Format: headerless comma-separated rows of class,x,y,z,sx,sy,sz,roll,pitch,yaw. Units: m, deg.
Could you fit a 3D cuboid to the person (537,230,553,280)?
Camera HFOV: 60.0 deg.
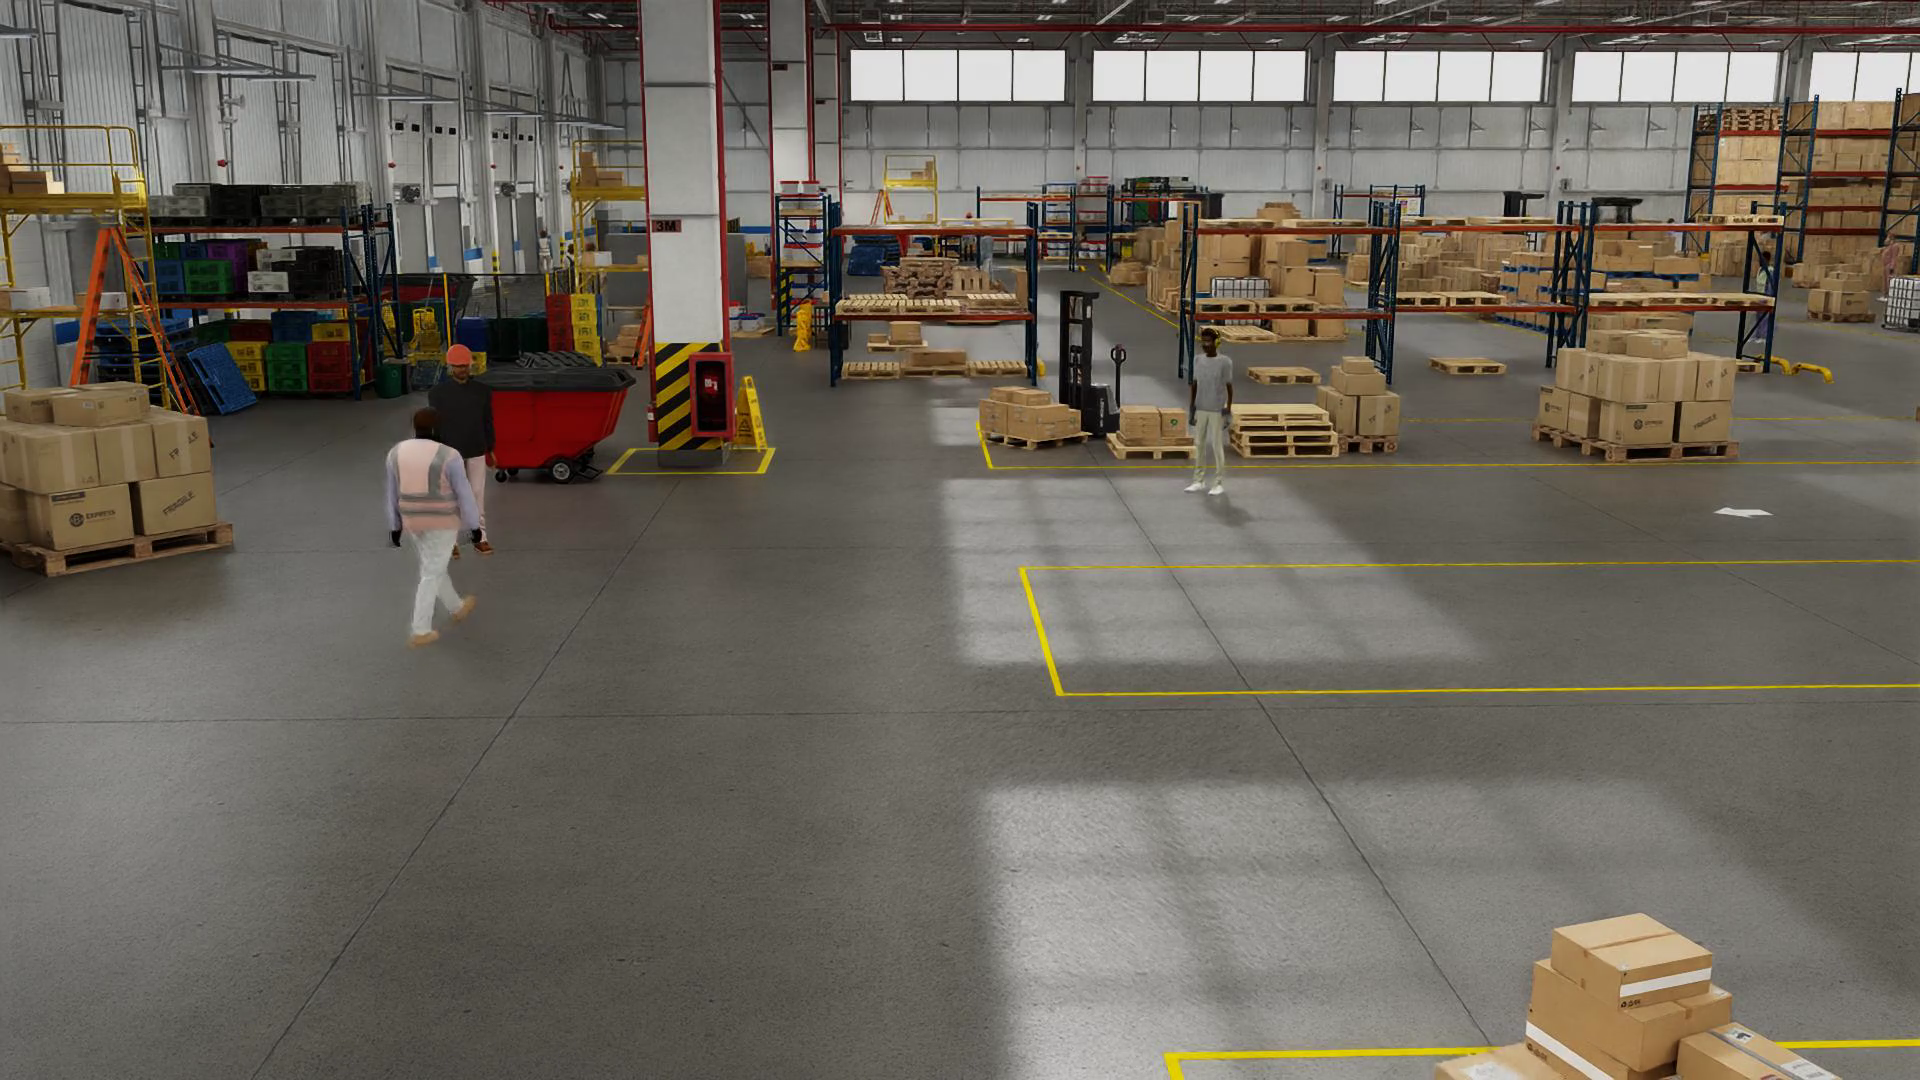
person,-13.763,-9.432,55.138,0.523,1.636,0.311,0,12,-1

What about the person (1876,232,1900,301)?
person,25.767,-7.573,46.138,0.399,1.905,0.642,3,13,13

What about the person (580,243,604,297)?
person,-8.954,-6.284,40.441,0.607,1.847,0.831,-5,13,-20

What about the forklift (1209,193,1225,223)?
forklift,8.712,-10.418,56.760,1.873,2.768,1.129,4,13,17

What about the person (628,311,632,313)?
person,-8.176,-6.627,42.325,0.889,1.701,0.473,-7,14,-28

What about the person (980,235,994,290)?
person,0.789,-8.399,49.784,0.379,1.940,0.629,7,15,30

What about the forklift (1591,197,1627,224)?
forklift,18.781,-8.571,48.417,1.129,2.768,1.873,-1,13,-3

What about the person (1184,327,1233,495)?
person,2.776,-1.430,18.480,0.528,1.869,0.313,10,16,38

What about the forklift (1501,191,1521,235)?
forklift,20.794,-11.780,62.907,1.873,2.768,1.129,0,12,-2

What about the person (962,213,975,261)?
person,0.352,-12.238,67.149,0.543,1.927,0.384,5,13,21

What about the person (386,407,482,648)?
person,-3.989,-0.131,12.783,0.655,1.789,0.960,5,13,20

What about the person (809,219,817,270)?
person,-5.452,-10.547,59.611,0.660,1.875,1.045,-8,15,-32

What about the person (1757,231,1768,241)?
person,28.686,-10.349,59.352,0.804,1.601,0.534,-1,13,-6

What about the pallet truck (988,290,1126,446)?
pallet truck,1.257,-2.299,22.111,1.885,1.965,0.823,-9,15,-35

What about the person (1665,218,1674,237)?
person,25.261,-10.513,59.334,0.359,1.937,0.635,11,16,40

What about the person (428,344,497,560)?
person,-4.604,-0.824,15.457,0.612,1.996,0.389,-8,15,-33

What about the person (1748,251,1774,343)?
person,16.894,-5.100,34.945,0.372,1.914,0.597,1,13,5

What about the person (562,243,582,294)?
person,-9.374,-6.264,40.360,0.506,1.846,0.345,-4,13,-18
